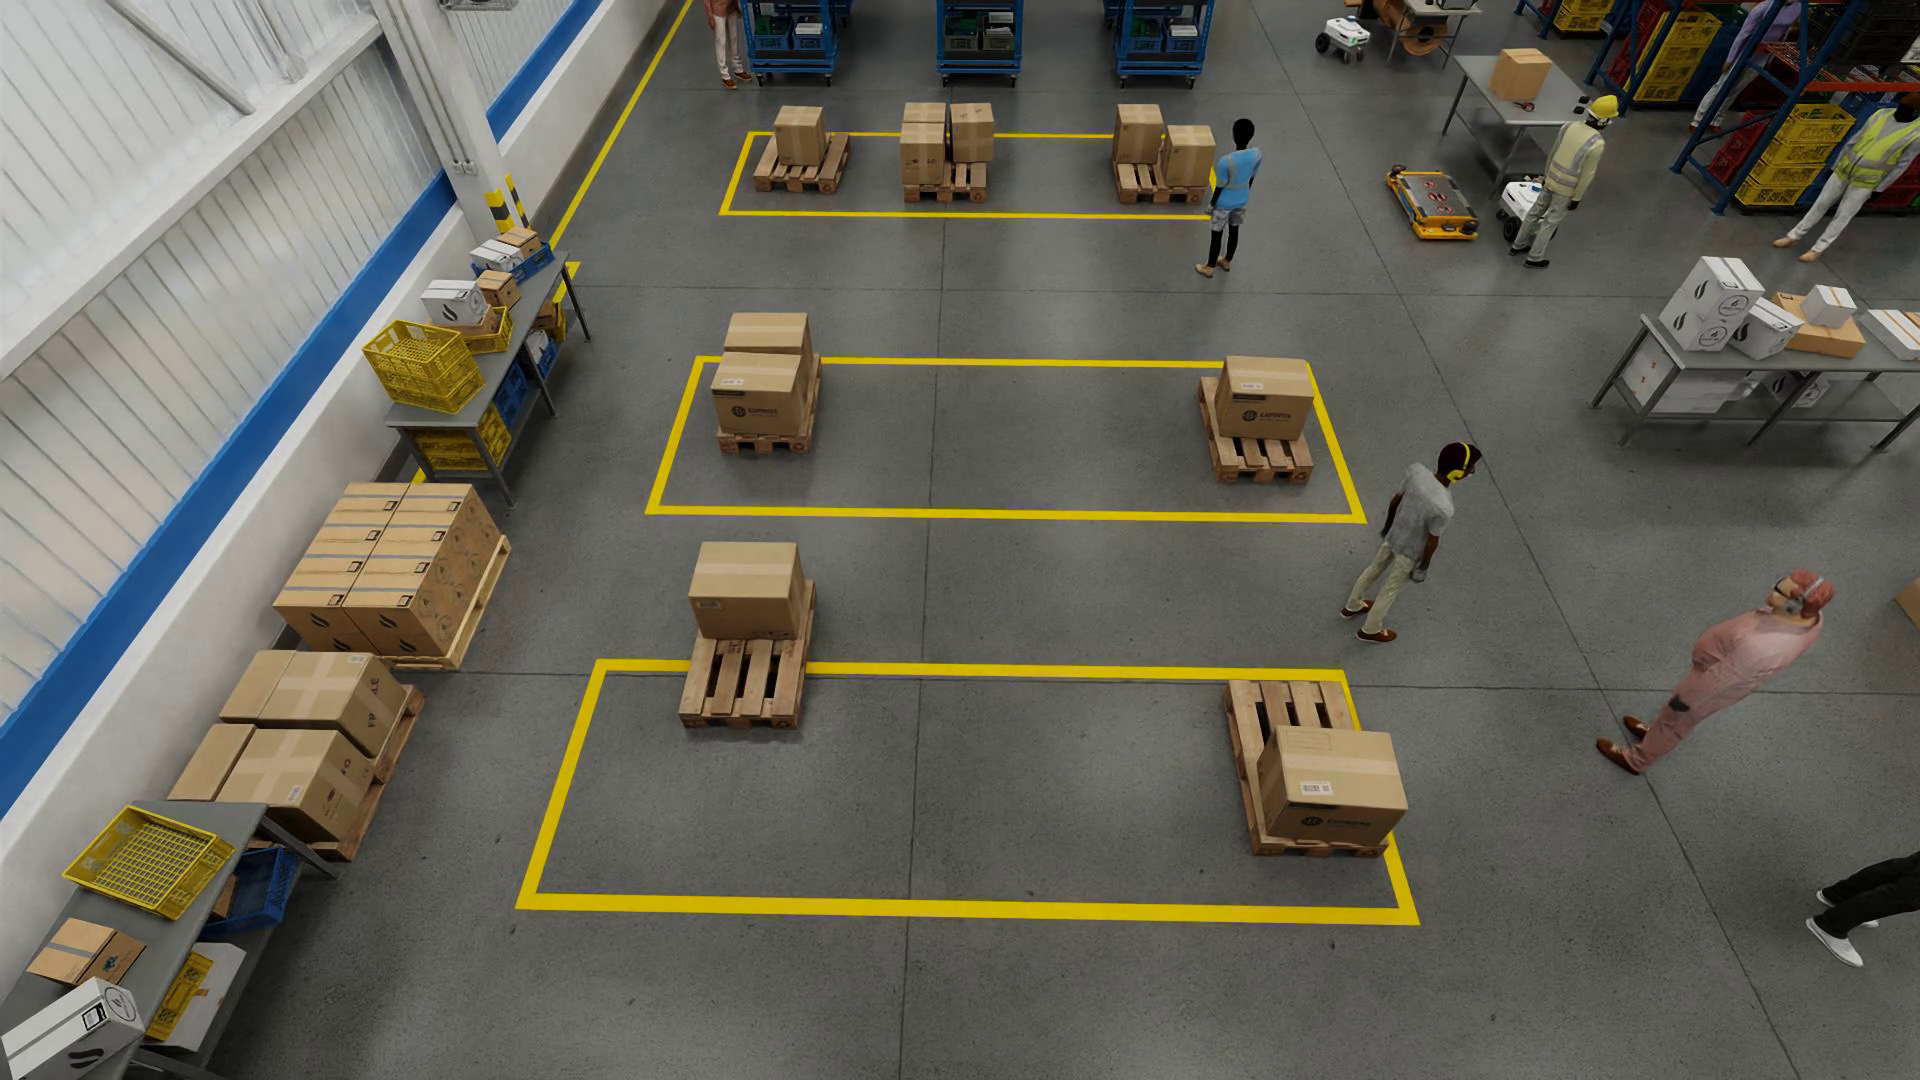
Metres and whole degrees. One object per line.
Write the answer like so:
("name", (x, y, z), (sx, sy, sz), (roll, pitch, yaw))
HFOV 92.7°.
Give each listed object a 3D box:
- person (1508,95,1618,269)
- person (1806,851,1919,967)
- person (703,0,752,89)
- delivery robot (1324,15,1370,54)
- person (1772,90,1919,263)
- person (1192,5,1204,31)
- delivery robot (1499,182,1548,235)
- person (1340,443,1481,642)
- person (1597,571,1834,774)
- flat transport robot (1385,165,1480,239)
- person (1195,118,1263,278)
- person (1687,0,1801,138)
("person", (6.453, -3.801, 9.780), (0.404, 1.833, 0.588), (-10, 50, -9))
("person", (5.390, 1.729, 4.937), (0.598, 1.917, 0.375), (-34, 57, -26))
("person", (-3.303, -7.413, 12.800), (0.382, 1.993, 0.622), (27, 54, 22))
("delivery robot", (5.878, -7.691, 13.923), (0.477, 0.478, 0.707), (-18, 51, -15))
("person", (9.661, -3.901, 9.865), (0.430, 1.836, 0.624), (-15, 51, -12))
("person", (3.867, -8.735, 14.189), (0.524, 1.612, 0.518), (-18, 52, -15))
("delivery robot", (6.601, -3.895, 10.640), (0.477, 0.478, 0.707), (-1, 49, -1))
("person", (3.146, 0.029, 6.444), (0.327, 1.865, 0.520), (-10, 50, -8))
("person", (4.697, 0.850, 5.714), (0.643, 1.901, 0.401), (-25, 54, -20))
("flat transport robot", (5.692, -4.094, 11.059), (0.652, 0.197, 1.431), (1, 49, 1))
("person", (2.843, -3.581, 9.681), (0.531, 1.692, 0.320), (-21, 52, -17))
("person", (10.132, -6.168, 11.760), (0.629, 1.940, 0.373), (-2, 49, -2))
